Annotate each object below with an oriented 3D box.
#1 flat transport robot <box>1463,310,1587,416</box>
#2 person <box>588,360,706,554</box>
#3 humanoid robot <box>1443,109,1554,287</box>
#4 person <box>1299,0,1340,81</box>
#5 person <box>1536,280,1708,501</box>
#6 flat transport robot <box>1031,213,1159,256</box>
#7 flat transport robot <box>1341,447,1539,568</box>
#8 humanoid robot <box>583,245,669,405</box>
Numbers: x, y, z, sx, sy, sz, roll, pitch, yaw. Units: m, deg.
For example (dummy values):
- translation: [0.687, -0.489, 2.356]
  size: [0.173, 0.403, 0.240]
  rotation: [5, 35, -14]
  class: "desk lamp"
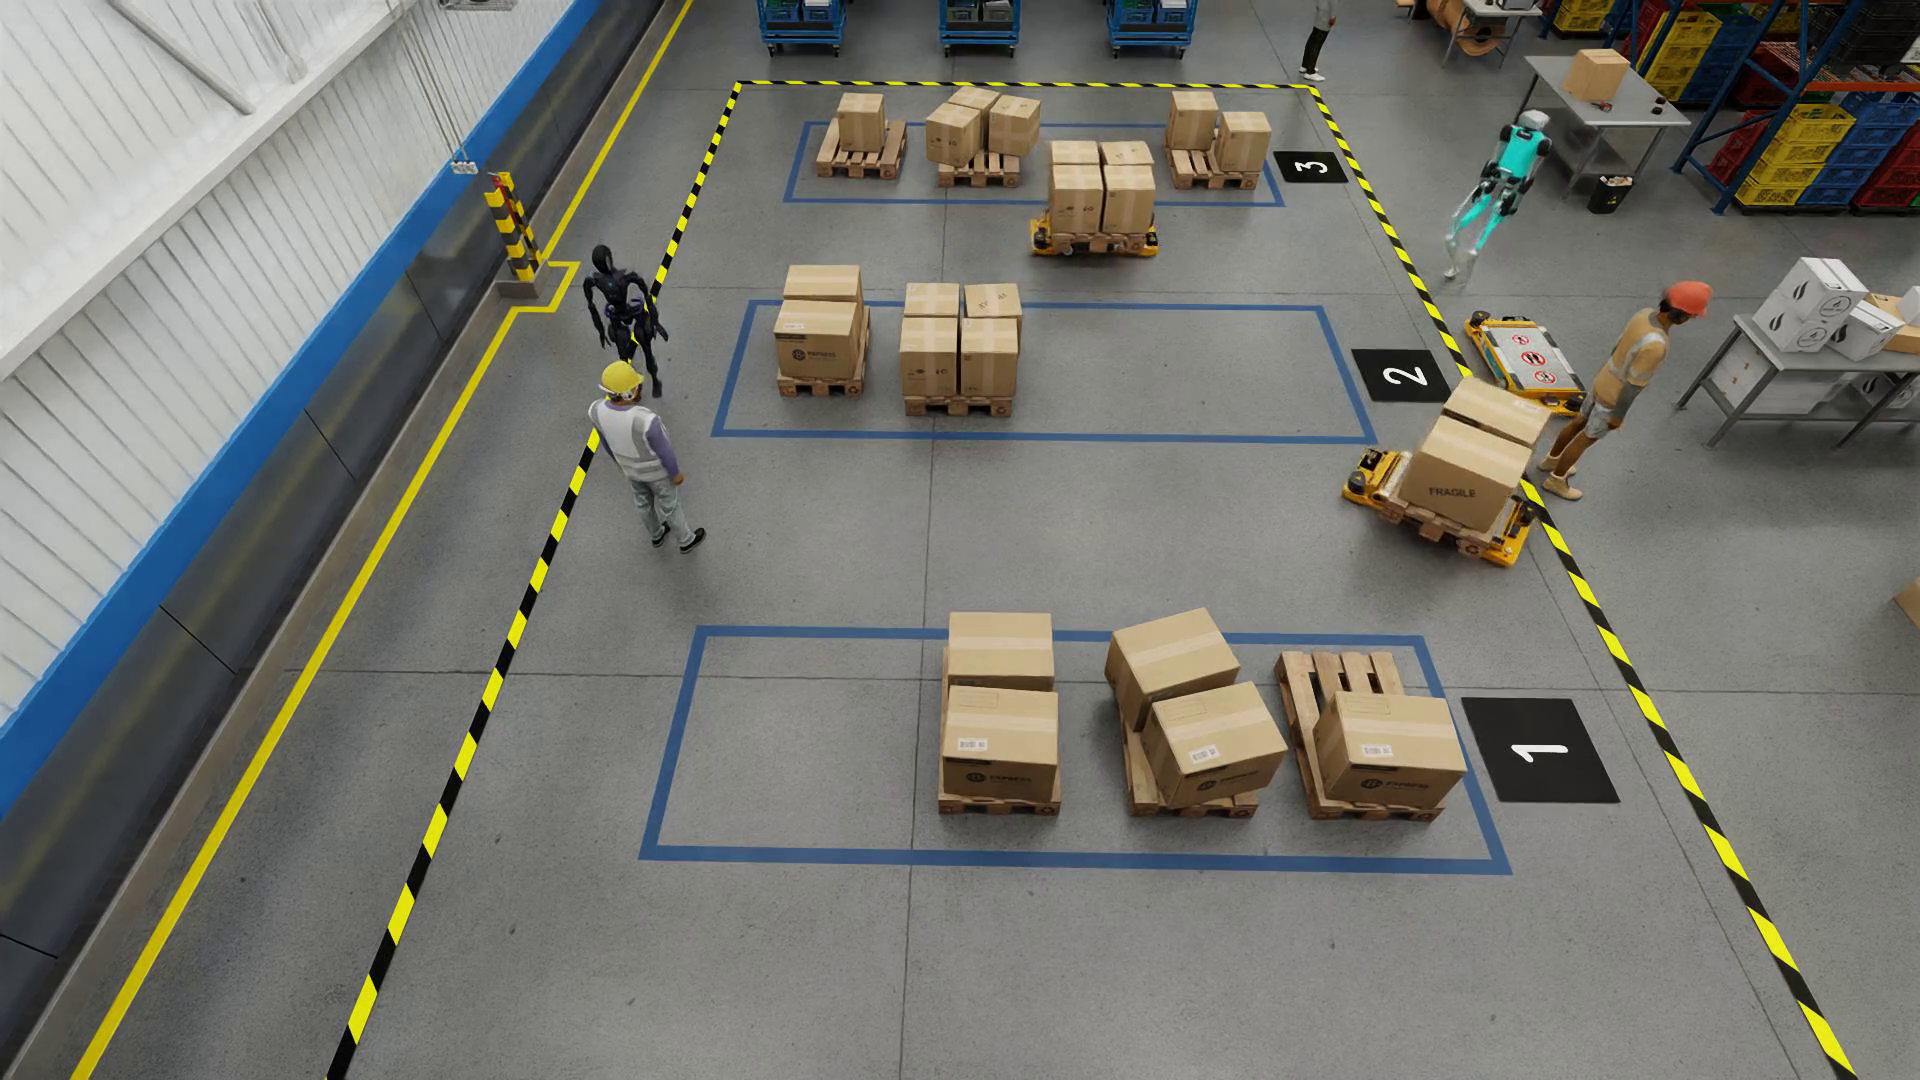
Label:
- translation: [5.573, -1.757, 9.054]
  size: [0.659, 0.231, 1.431]
  rotation: [1, 49, 1]
  class: "flat transport robot"
- translation: [-2.392, -0.594, 7.018]
  size: [0.586, 1.824, 0.404]
  rotation: [16, 51, 13]
  class: "person"
- translation: [5.483, -3.493, 9.621]
  size: [0.810, 1.819, 0.552]
  rotation: [-25, 54, -20]
  class: "humanoid robot"
- translation: [5.259, -7.551, 13.025]
  size: [0.396, 1.847, 0.588]
  rotation: [1, 49, 1]
  class: "person"
- translation: [5.309, -1.192, 7.393]
  size: [0.379, 2.043, 0.604]
  rotation: [15, 51, 12]
  class: "person"
- translation: [1.552, -3.562, 10.598]
  size: [1.431, 0.197, 0.652]
  rotation: [1, 49, 1]
  class: "flat transport robot"
- translation: [4.078, -0.339, 7.808]
  size: [1.431, 0.197, 0.652]
  rotation: [28, 55, 22]
  class: "flat transport robot"
- translation: [-2.988, -1.944, 8.289]
  size: [0.612, 1.643, 0.416]
  rotation: [-8, 50, -7]
  class: "humanoid robot"
